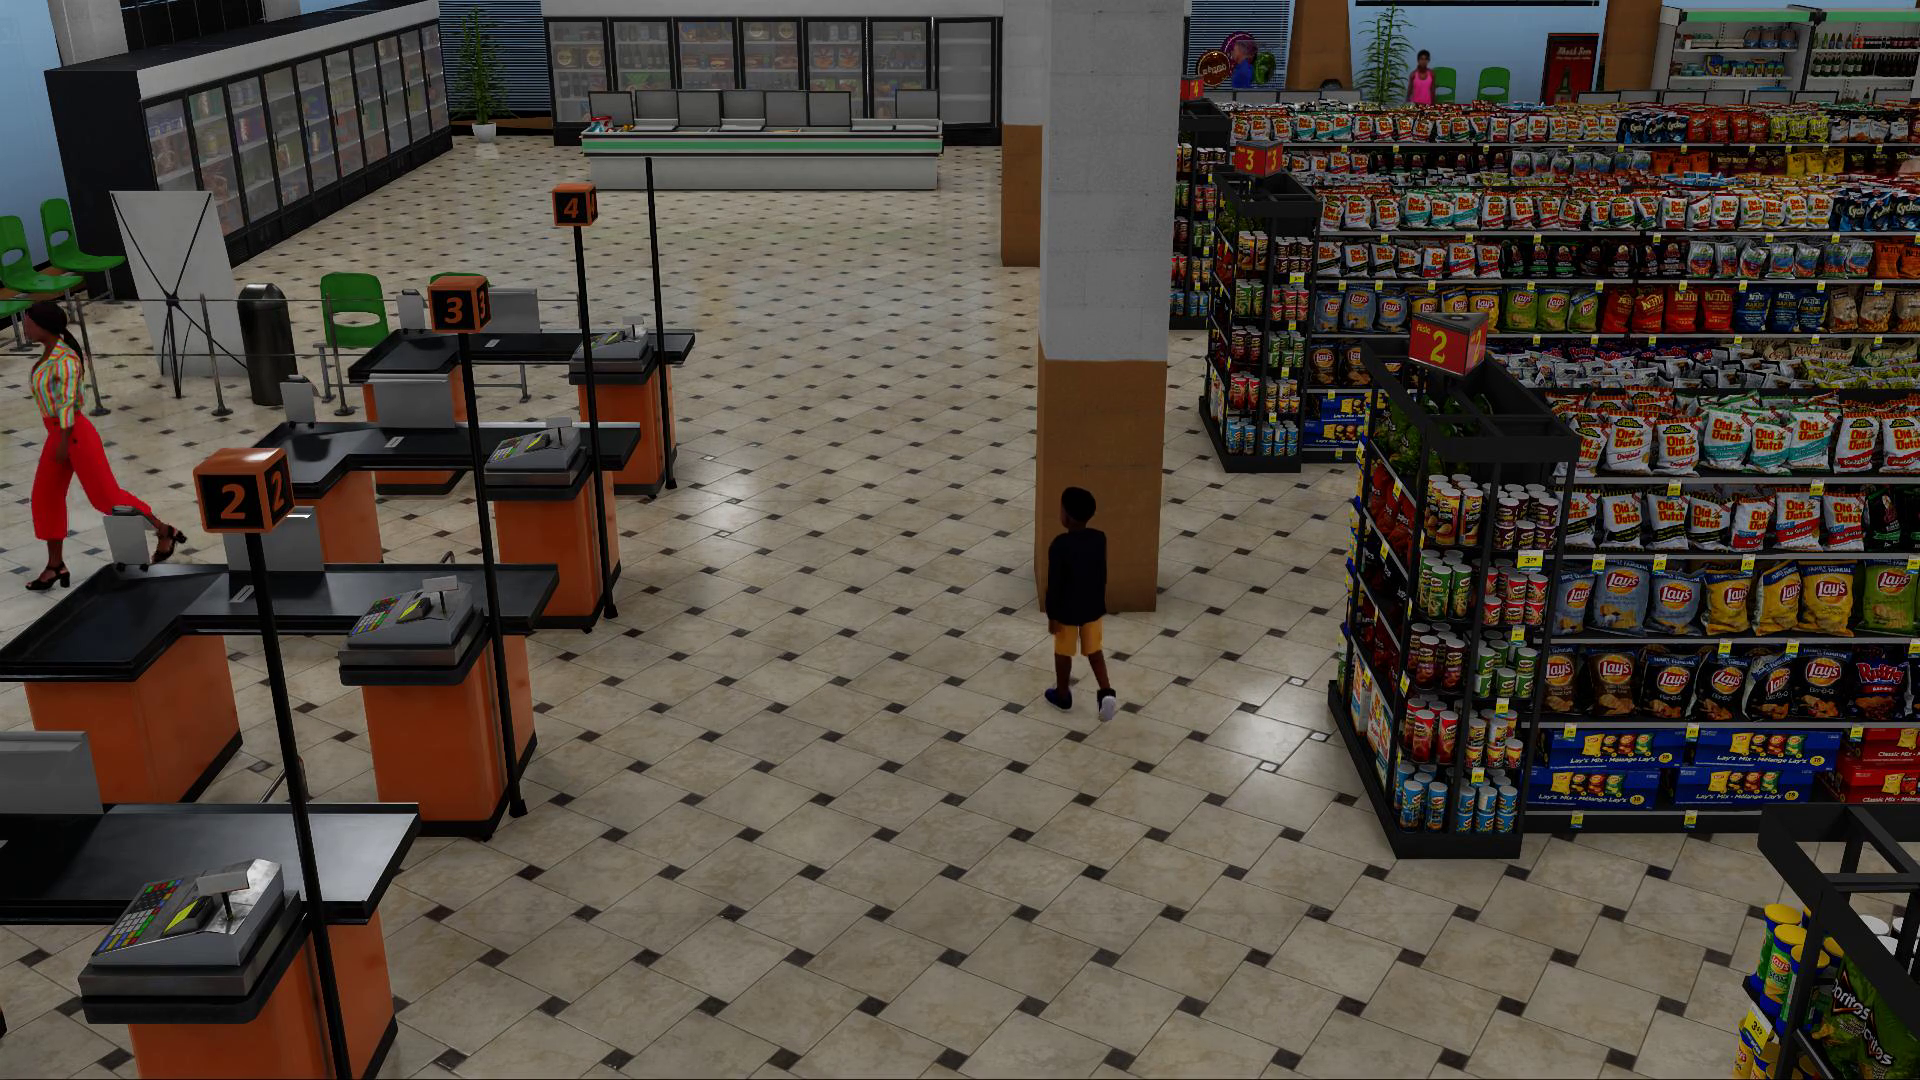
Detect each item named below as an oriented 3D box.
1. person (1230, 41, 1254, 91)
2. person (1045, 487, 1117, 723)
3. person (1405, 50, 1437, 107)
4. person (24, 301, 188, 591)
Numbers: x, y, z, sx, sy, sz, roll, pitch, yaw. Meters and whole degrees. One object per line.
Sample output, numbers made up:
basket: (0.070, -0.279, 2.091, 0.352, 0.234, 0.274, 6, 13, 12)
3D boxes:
person: (4.246, -6.419, 24.623, 1.166, 1.784, 0.798, 1, 22, 3)
person: (0.633, 0.342, 8.498, 0.784, 1.261, 0.769, -11, 24, -26)
person: (6.789, -6.353, 24.573, 0.873, 1.699, 0.778, 5, 22, 12)
person: (-5.255, -0.561, 10.084, 1.092, 1.753, 1.153, 20, 29, 41)
